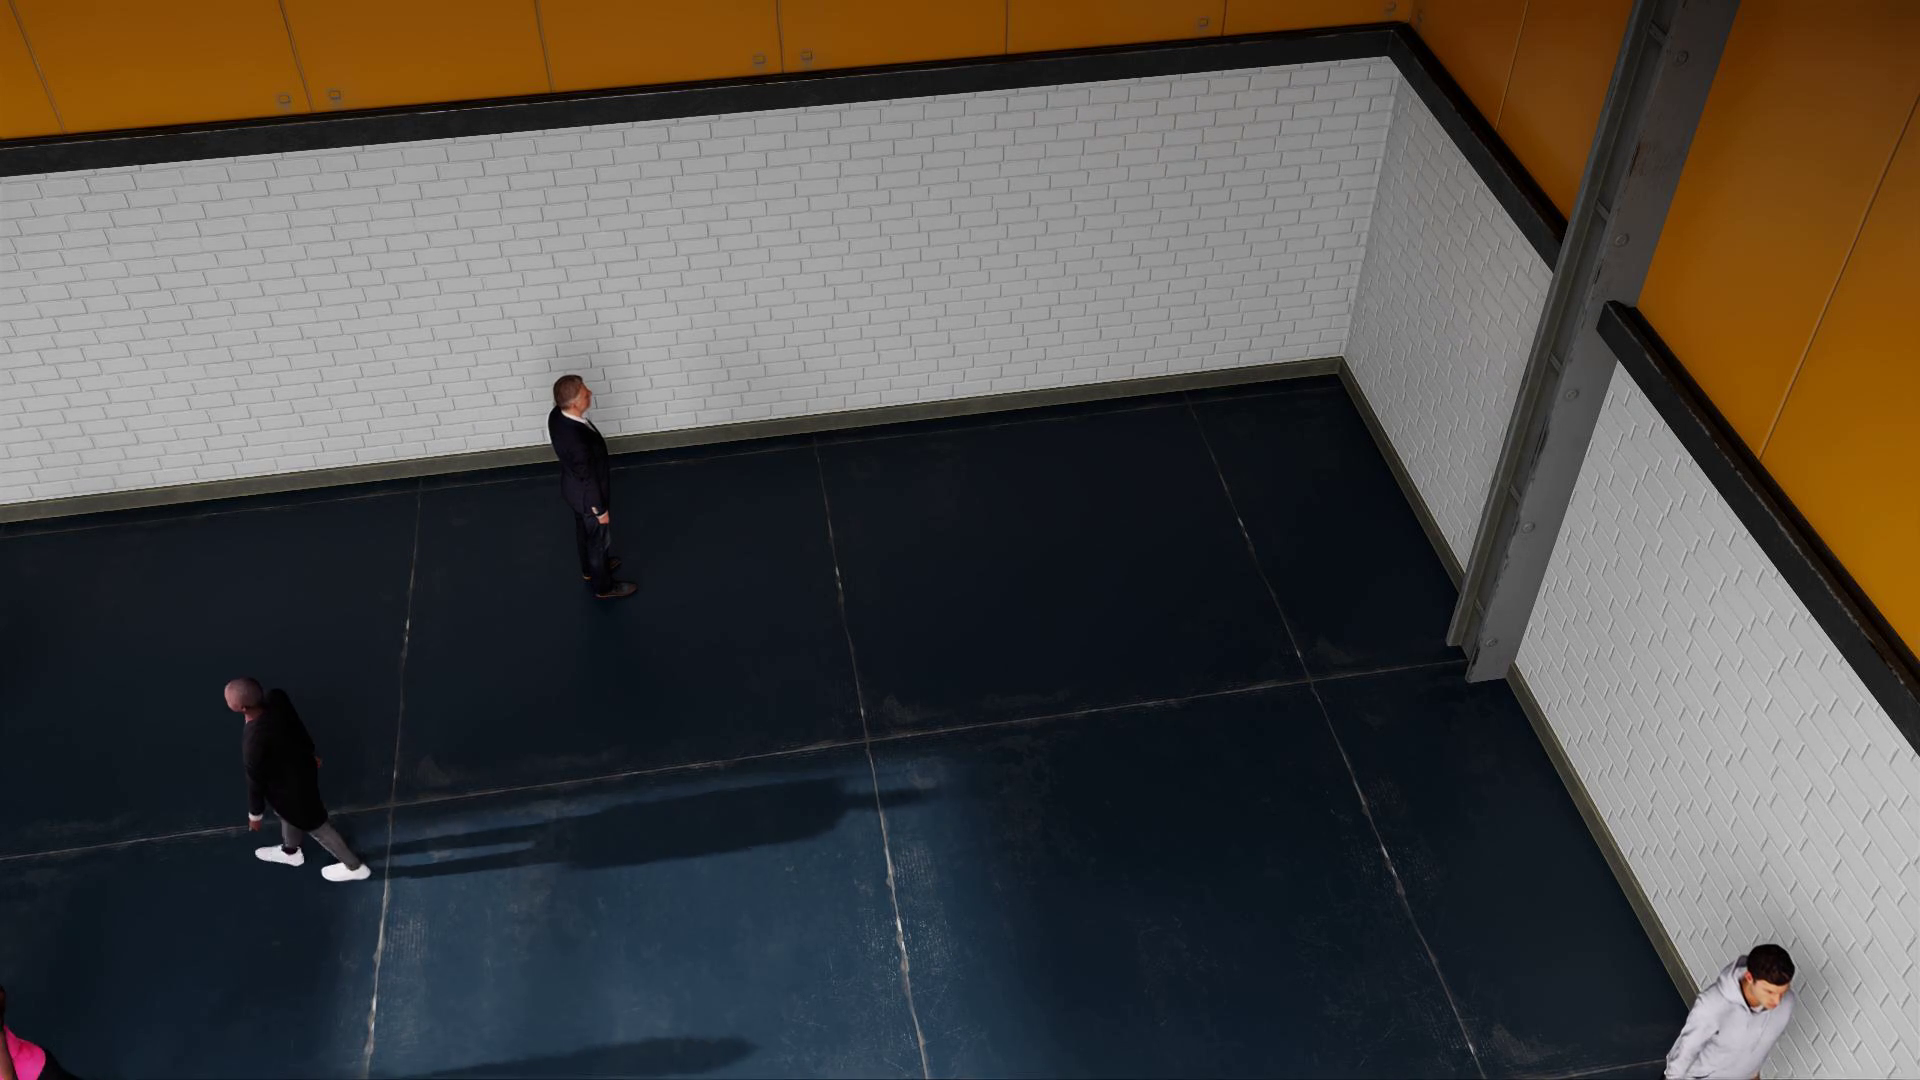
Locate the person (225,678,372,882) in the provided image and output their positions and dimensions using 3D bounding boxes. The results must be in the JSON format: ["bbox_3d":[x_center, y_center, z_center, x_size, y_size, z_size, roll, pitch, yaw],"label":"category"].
[{"bbox_3d":[-3.695,1.392,9.429,0.820,1.738,0.914,-1,44,-1],"label":"person"}]

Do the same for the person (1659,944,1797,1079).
[{"bbox_3d":[3.628,2.539,8.086,0.681,1.930,0.591,-9,44,-9],"label":"person"}]

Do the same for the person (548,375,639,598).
[{"bbox_3d":[-2.525,-0.374,11.226,0.826,1.815,0.641,-20,47,-20],"label":"person"}]
